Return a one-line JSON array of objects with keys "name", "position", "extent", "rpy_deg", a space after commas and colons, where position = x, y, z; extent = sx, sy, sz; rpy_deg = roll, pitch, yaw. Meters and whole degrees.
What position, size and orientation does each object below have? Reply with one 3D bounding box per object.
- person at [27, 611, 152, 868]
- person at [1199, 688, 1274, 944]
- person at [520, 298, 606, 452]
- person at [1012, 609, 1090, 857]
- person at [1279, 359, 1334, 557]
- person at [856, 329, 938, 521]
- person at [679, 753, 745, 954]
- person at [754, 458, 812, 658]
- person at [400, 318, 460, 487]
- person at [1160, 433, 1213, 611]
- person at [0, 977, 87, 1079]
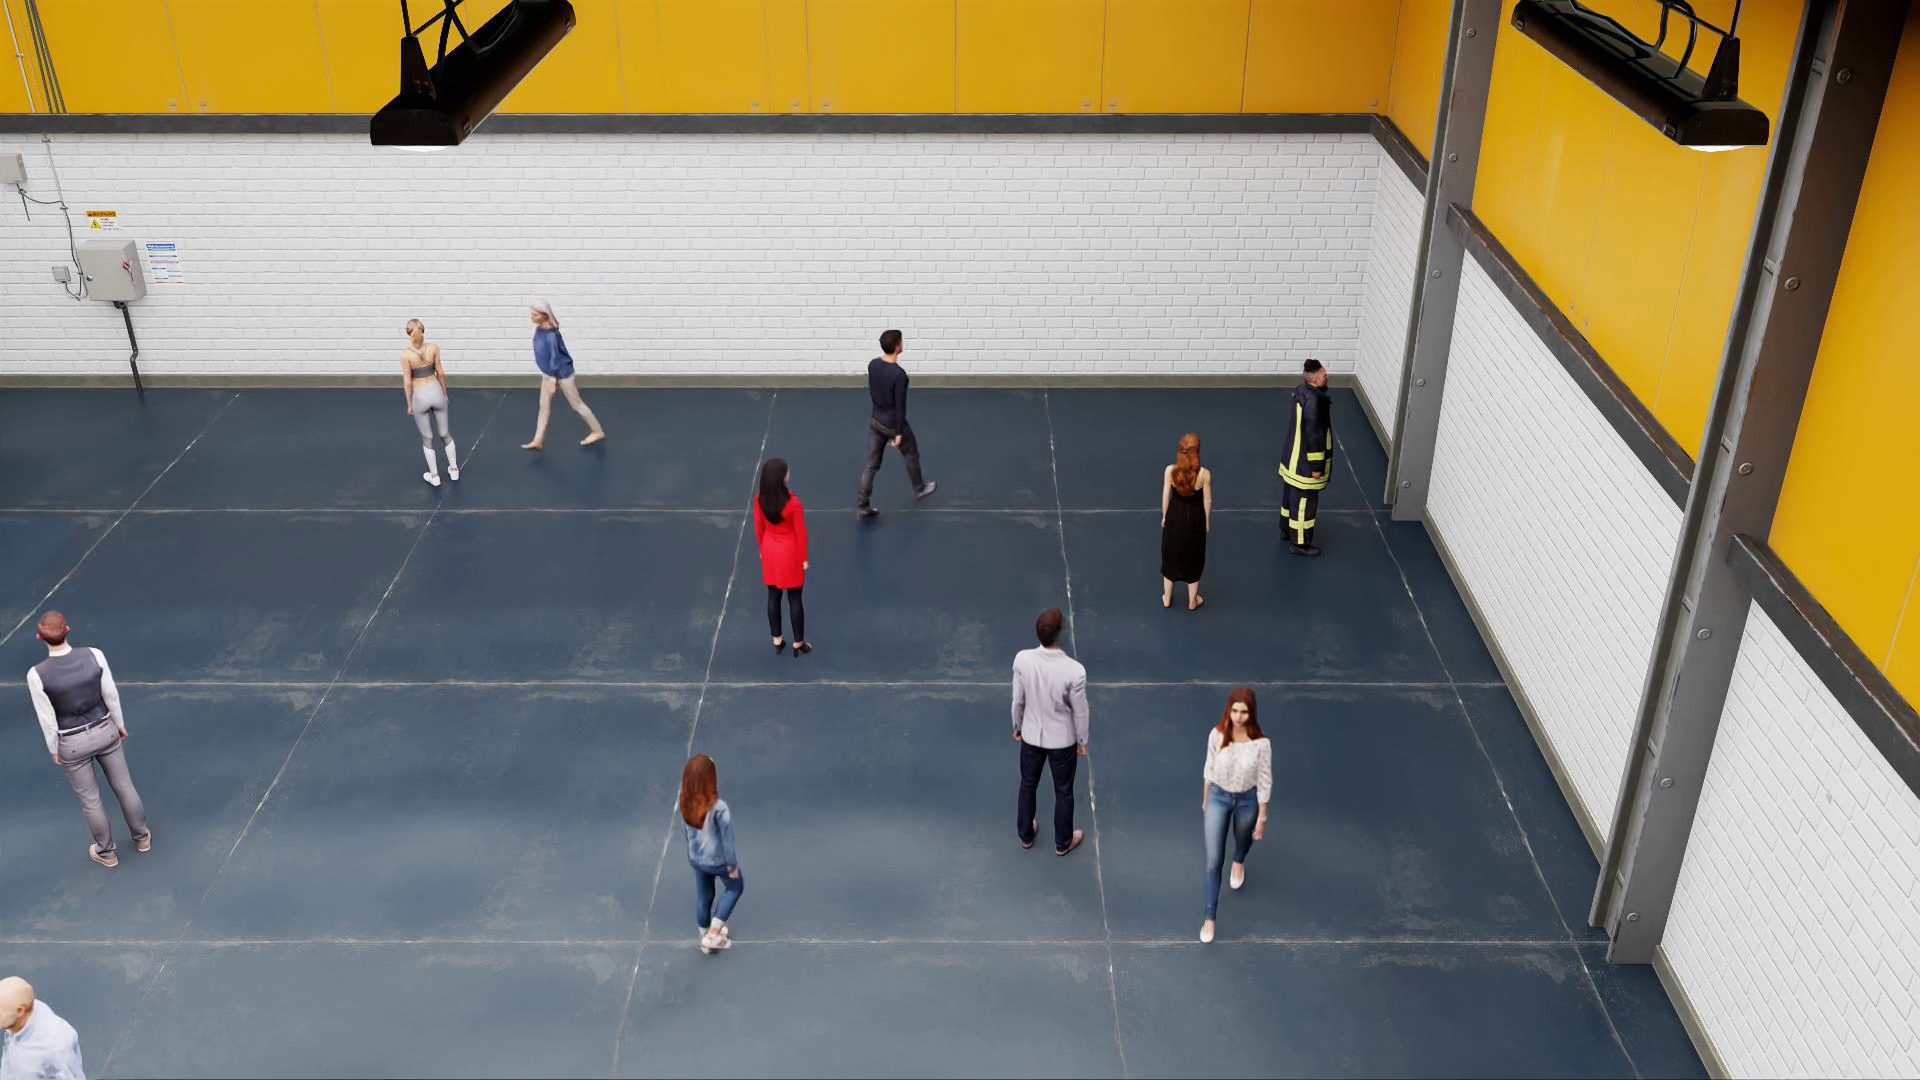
[{"name": "person", "position": [-5.796, 1.307, 11.046], "extent": [0.740, 1.938, 0.791], "rpy_deg": [-24, 37, -36]}, {"name": "person", "position": [1.782, 1.650, 10.684], "extent": [0.823, 1.682, 1.212], "rpy_deg": [8, 30, 14]}, {"name": "person", "position": [-3.971, -1.674, 16.811], "extent": [1.068, 1.650, 1.130], "rpy_deg": [-14, 32, -24]}, {"name": "person", "position": [0.592, 1.293, 11.165], "extent": [0.753, 1.849, 0.703], "rpy_deg": [11, 30, 19]}, {"name": "person", "position": [3.115, -0.779, 14.953], "extent": [0.819, 1.859, 0.635], "rpy_deg": [-2, 29, -4]}, {"name": "person", "position": [-0.728, -1.028, 15.450], "extent": [1.123, 1.820, 1.283], "rpy_deg": [20, 35, 32]}, {"name": "person", "position": [-1.591, 1.992, 10.282], "extent": [0.683, 1.467, 0.710], "rpy_deg": [16, 33, 27]}, {"name": "person", "position": [-1.425, 0.145, 13.373], "extent": [0.705, 1.749, 0.731], "rpy_deg": [11, 31, 19]}, {"name": "person", "position": [-5.165, -1.348, 16.160], "extent": [0.650, 1.702, 0.686], "rpy_deg": [-18, 33, -29]}, {"name": "person", "position": [1.898, -0.154, 14.049], "extent": [0.628, 1.626, 0.648], "rpy_deg": [8, 30, 14]}, {"name": "person", "position": [-4.457, 2.844, 8.421], "extent": [1.059, 1.754, 1.153], "rpy_deg": [24, 37, 36]}]
